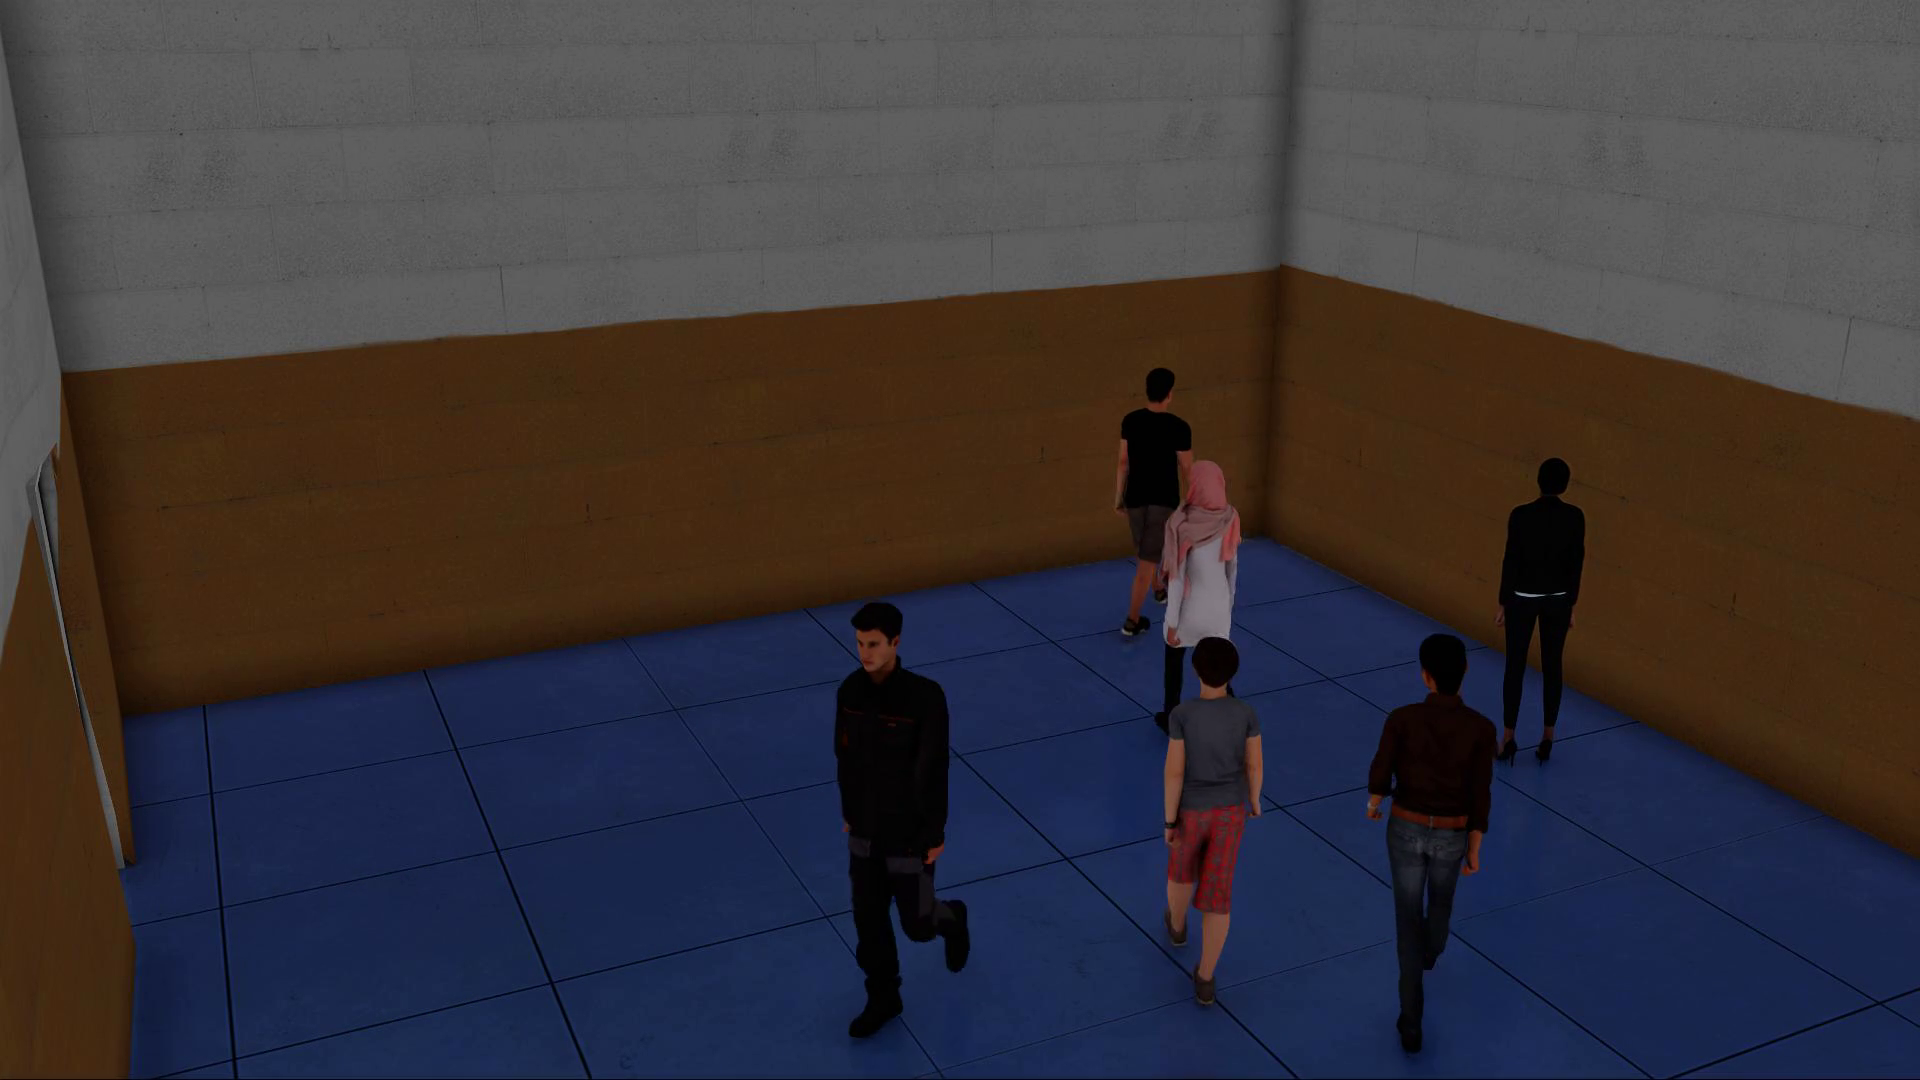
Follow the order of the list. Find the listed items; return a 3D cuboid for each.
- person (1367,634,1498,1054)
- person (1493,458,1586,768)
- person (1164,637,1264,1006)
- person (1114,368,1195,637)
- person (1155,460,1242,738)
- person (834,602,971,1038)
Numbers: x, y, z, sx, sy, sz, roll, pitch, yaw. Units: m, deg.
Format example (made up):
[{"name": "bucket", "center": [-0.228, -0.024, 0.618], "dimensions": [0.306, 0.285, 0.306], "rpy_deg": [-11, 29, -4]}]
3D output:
[{"name": "person", "center": [1.957, 1.304, 6.960], "dimensions": [1.128, 1.722, 1.074], "rpy_deg": [3, 19, 8]}, {"name": "person", "center": [3.275, 0.412, 9.430], "dimensions": [0.631, 1.834, 0.739], "rpy_deg": [2, 19, 7]}, {"name": "person", "center": [1.088, 1.250, 7.249], "dimensions": [0.990, 1.626, 0.960], "rpy_deg": [2, 19, 7]}, {"name": "person", "center": [1.269, -0.223, 11.343], "dimensions": [1.123, 1.815, 1.277], "rpy_deg": [10, 21, 28]}, {"name": "person", "center": [1.409, 0.460, 9.397], "dimensions": [1.139, 1.763, 0.776], "rpy_deg": [-6, 20, -17]}, {"name": "person", "center": [-0.230, 1.152, 7.085], "dimensions": [1.004, 1.929, 1.118], "rpy_deg": [12, 22, 31]}]
